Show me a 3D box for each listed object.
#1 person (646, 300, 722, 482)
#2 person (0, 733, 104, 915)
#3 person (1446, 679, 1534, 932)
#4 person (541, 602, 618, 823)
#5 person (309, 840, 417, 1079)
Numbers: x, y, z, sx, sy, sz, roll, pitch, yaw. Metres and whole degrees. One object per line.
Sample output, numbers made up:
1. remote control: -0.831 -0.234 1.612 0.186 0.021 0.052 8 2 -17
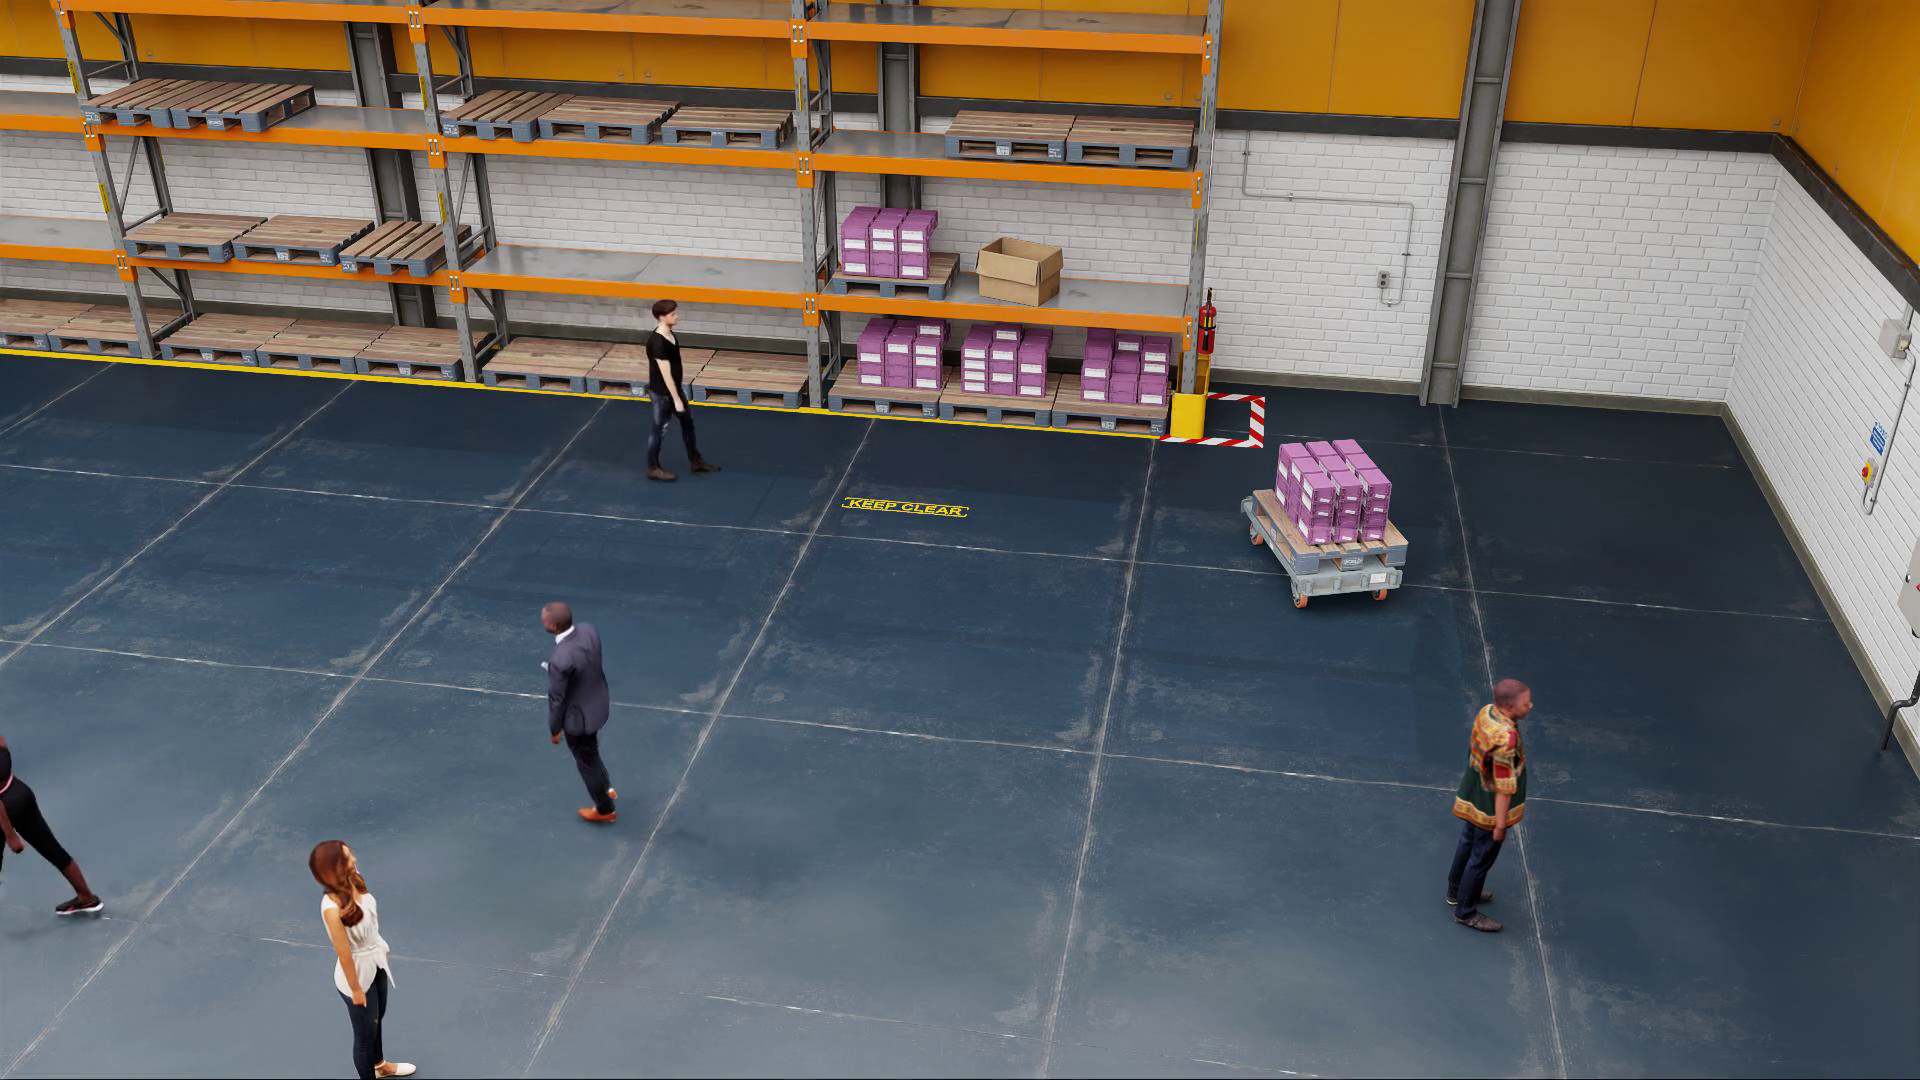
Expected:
1. person: -2.939 -1.425 16.139 0.957 1.867 0.685 4 29 7
2. person: -5.898 1.737 10.500 1.207 1.714 0.848 -3 29 -5
3. person: 3.360 1.651 10.563 0.667 1.806 0.707 2 29 4
4. person: -2.508 1.210 11.367 0.677 1.809 0.739 11 30 19
5. person: -3.337 2.389 9.231 0.602 1.786 0.644 -1 29 -2
